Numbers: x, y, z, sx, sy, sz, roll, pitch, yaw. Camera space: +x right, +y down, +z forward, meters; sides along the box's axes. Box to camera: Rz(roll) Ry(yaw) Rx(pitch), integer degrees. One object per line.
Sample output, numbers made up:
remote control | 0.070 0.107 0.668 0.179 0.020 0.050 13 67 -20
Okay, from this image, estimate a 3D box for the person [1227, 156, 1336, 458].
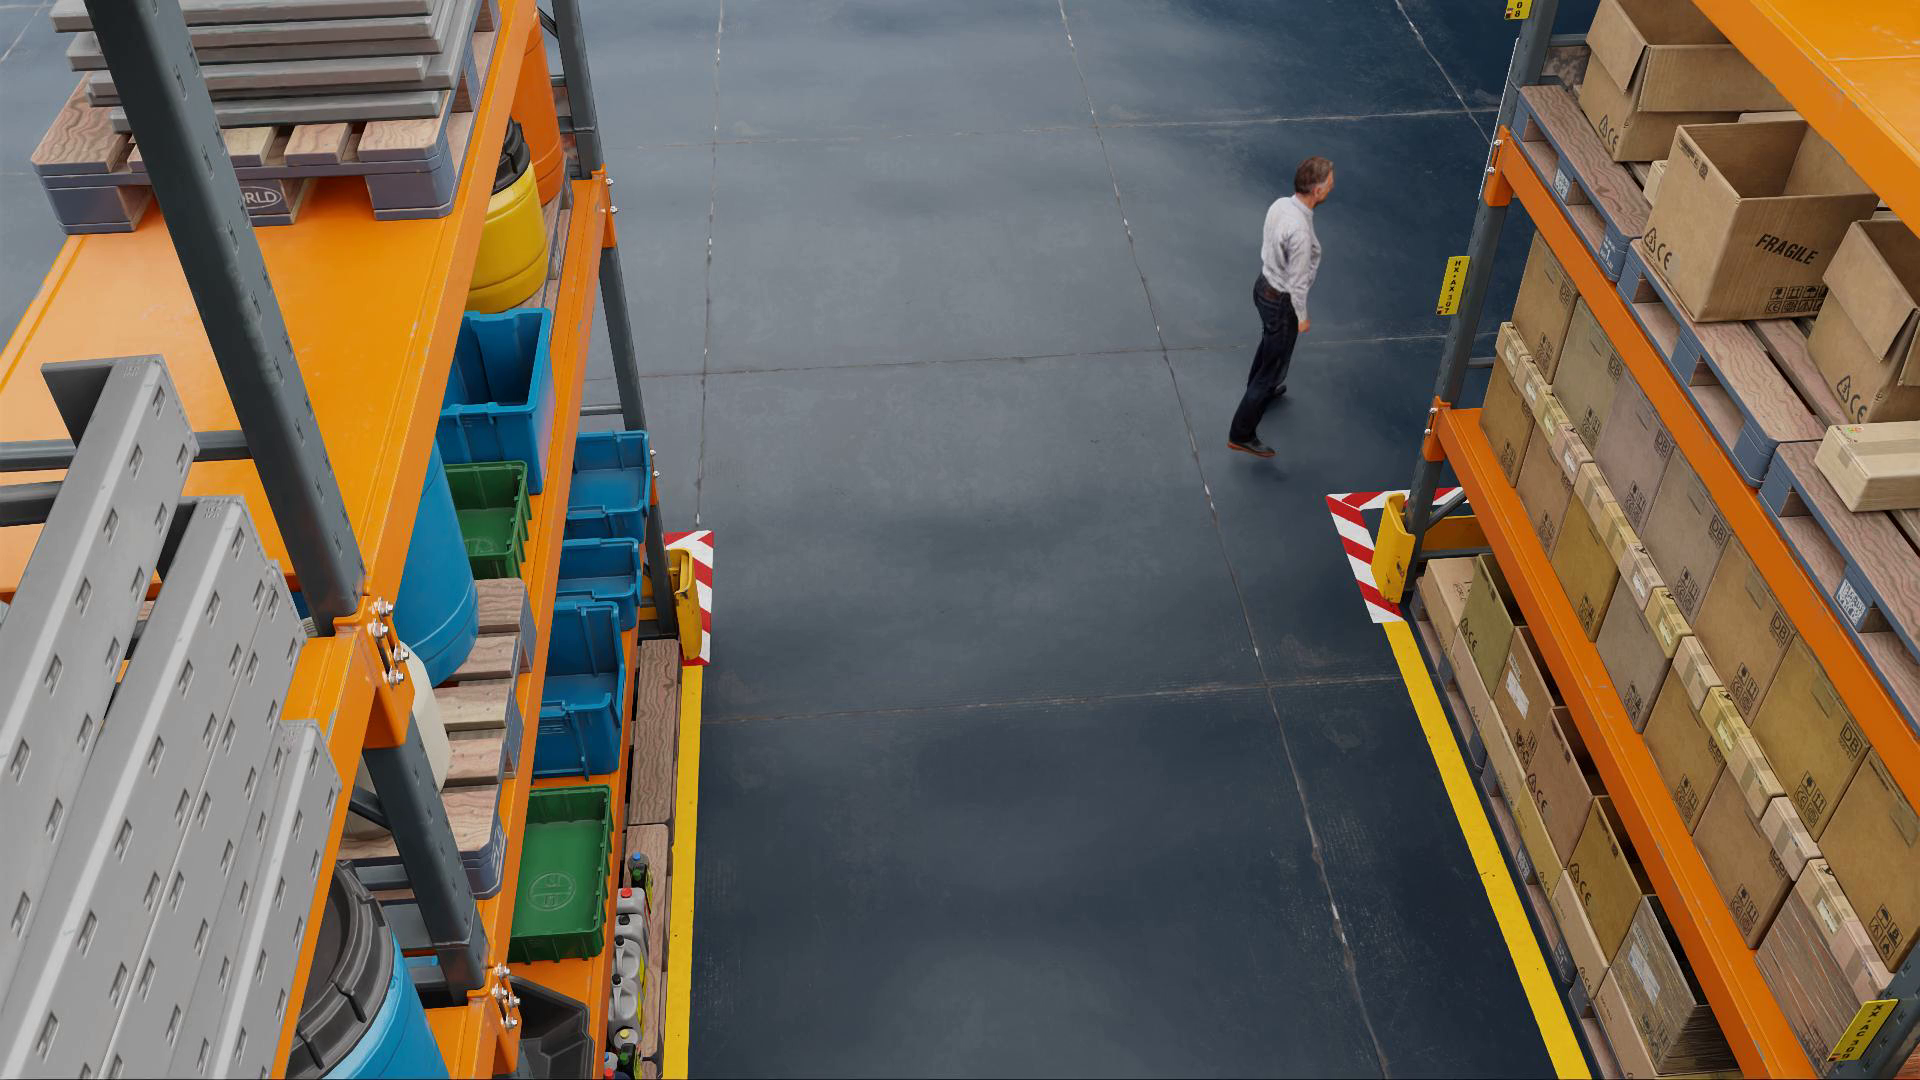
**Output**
person | 1.886 -1.427 9.761 0.948 1.796 0.665 -4 42 -5
